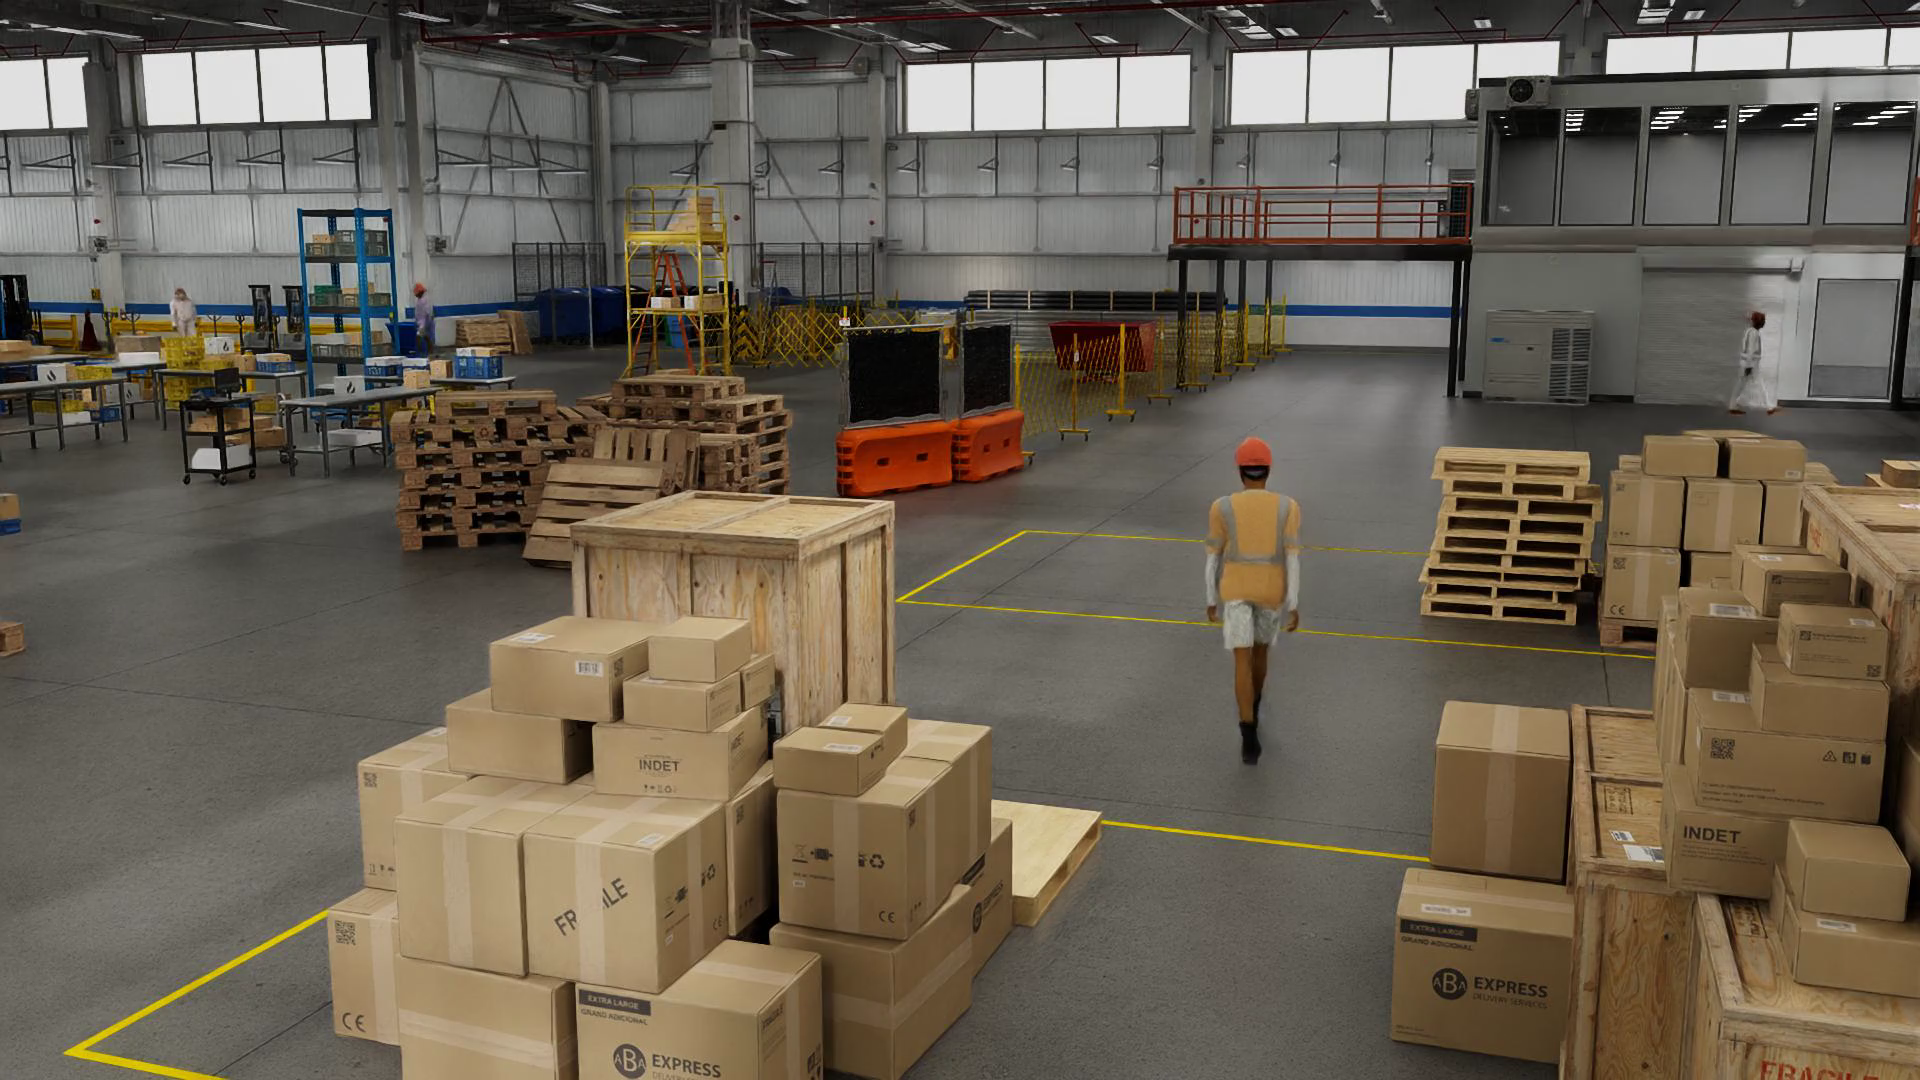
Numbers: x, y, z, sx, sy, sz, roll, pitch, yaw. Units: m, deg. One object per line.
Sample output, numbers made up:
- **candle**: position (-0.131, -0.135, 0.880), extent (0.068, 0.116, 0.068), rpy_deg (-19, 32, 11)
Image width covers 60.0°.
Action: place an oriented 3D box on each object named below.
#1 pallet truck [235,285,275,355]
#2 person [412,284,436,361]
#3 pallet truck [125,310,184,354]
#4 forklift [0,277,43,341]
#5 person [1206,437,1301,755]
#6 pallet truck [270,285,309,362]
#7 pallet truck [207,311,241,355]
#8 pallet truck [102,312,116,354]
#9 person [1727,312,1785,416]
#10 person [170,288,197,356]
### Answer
- **pallet truck**: position (-18.327, -5.835, 44.421), extent (0.823, 1.965, 1.885), rpy_deg (4, 11, 23)
- **person**: position (-13.966, -5.585, 42.926), extent (0.831, 2.017, 0.607), rpy_deg (-5, 11, -26)
- **pallet truck**: position (-22.038, -5.665, 45.457), extent (0.704, 1.261, 1.522), rpy_deg (3, 11, 17)
- **forklift**: position (-27.151, -6.329, 46.328), extent (1.157, 1.987, 2.680), rpy_deg (3, 11, 17)
- **person**: position (1.774, 0.324, 10.094), extent (0.552, 1.876, 1.045), rpy_deg (1, 10, 4)
- **pallet truck**: position (-17.147, -5.700, 43.663), extent (0.823, 1.965, 1.885), rpy_deg (3, 11, 17)
- **pallet truck**: position (-19.537, -5.575, 44.913), extent (0.653, 1.274, 1.630), rpy_deg (3, 11, 19)
- **pallet truck**: position (-23.057, -5.777, 46.261), extent (0.680, 1.201, 1.601), rpy_deg (3, 11, 19)
- **person**: position (14.137, -3.101, 29.453), extent (0.959, 1.836, 0.613), rpy_deg (3, 10, 16)
- **person**: position (-20.984, -5.879, 45.035), extent (0.666, 1.868, 0.597), rpy_deg (-7, 13, -36)
